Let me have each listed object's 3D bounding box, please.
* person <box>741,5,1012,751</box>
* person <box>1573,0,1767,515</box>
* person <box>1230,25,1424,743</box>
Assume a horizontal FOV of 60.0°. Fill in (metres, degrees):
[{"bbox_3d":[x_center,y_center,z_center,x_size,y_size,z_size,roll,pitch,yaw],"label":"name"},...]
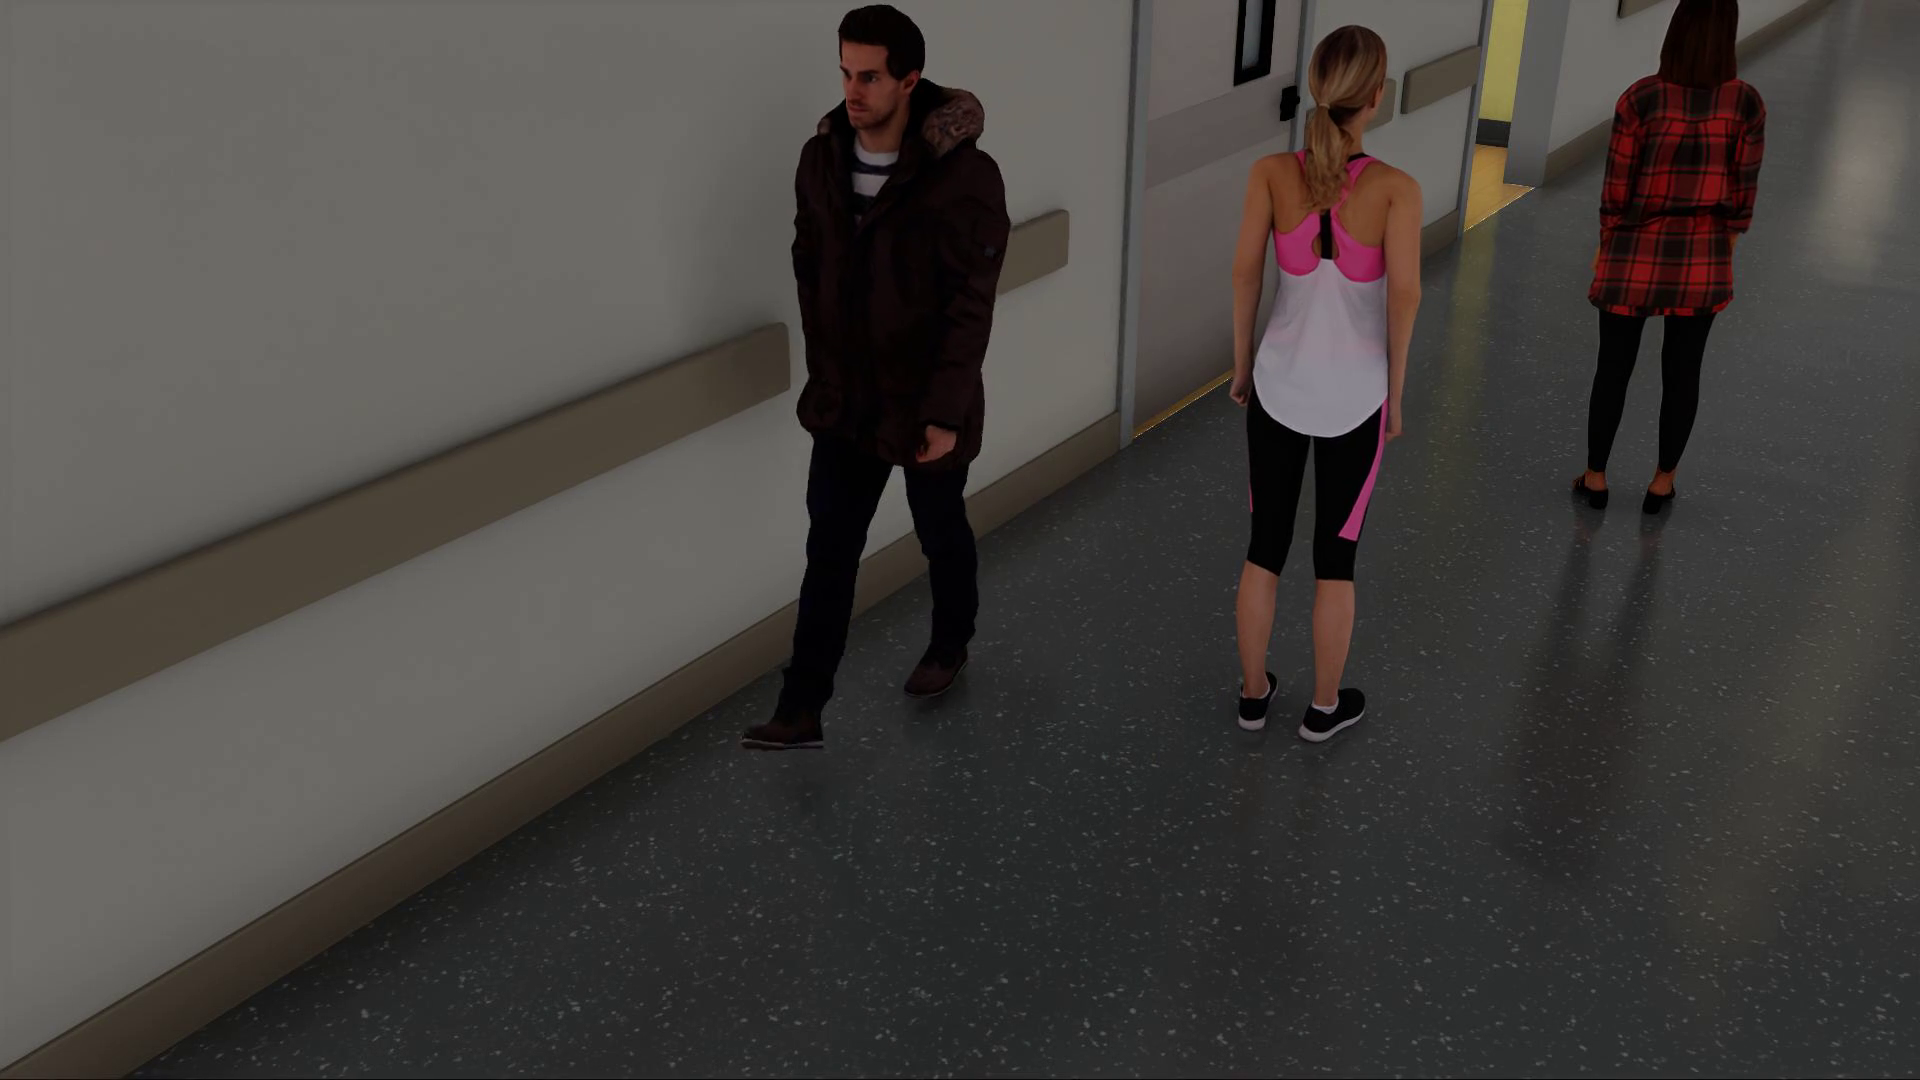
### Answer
[{"bbox_3d":[-0.101,-0.372,4.131,1.062,1.802,0.879,13,29,26],"label":"person"},{"bbox_3d":[2.266,-0.904,5.349,0.592,1.703,0.734,8,27,16],"label":"person"},{"bbox_3d":[0.869,-0.334,4.070,0.478,1.787,0.680,14,29,26],"label":"person"}]
